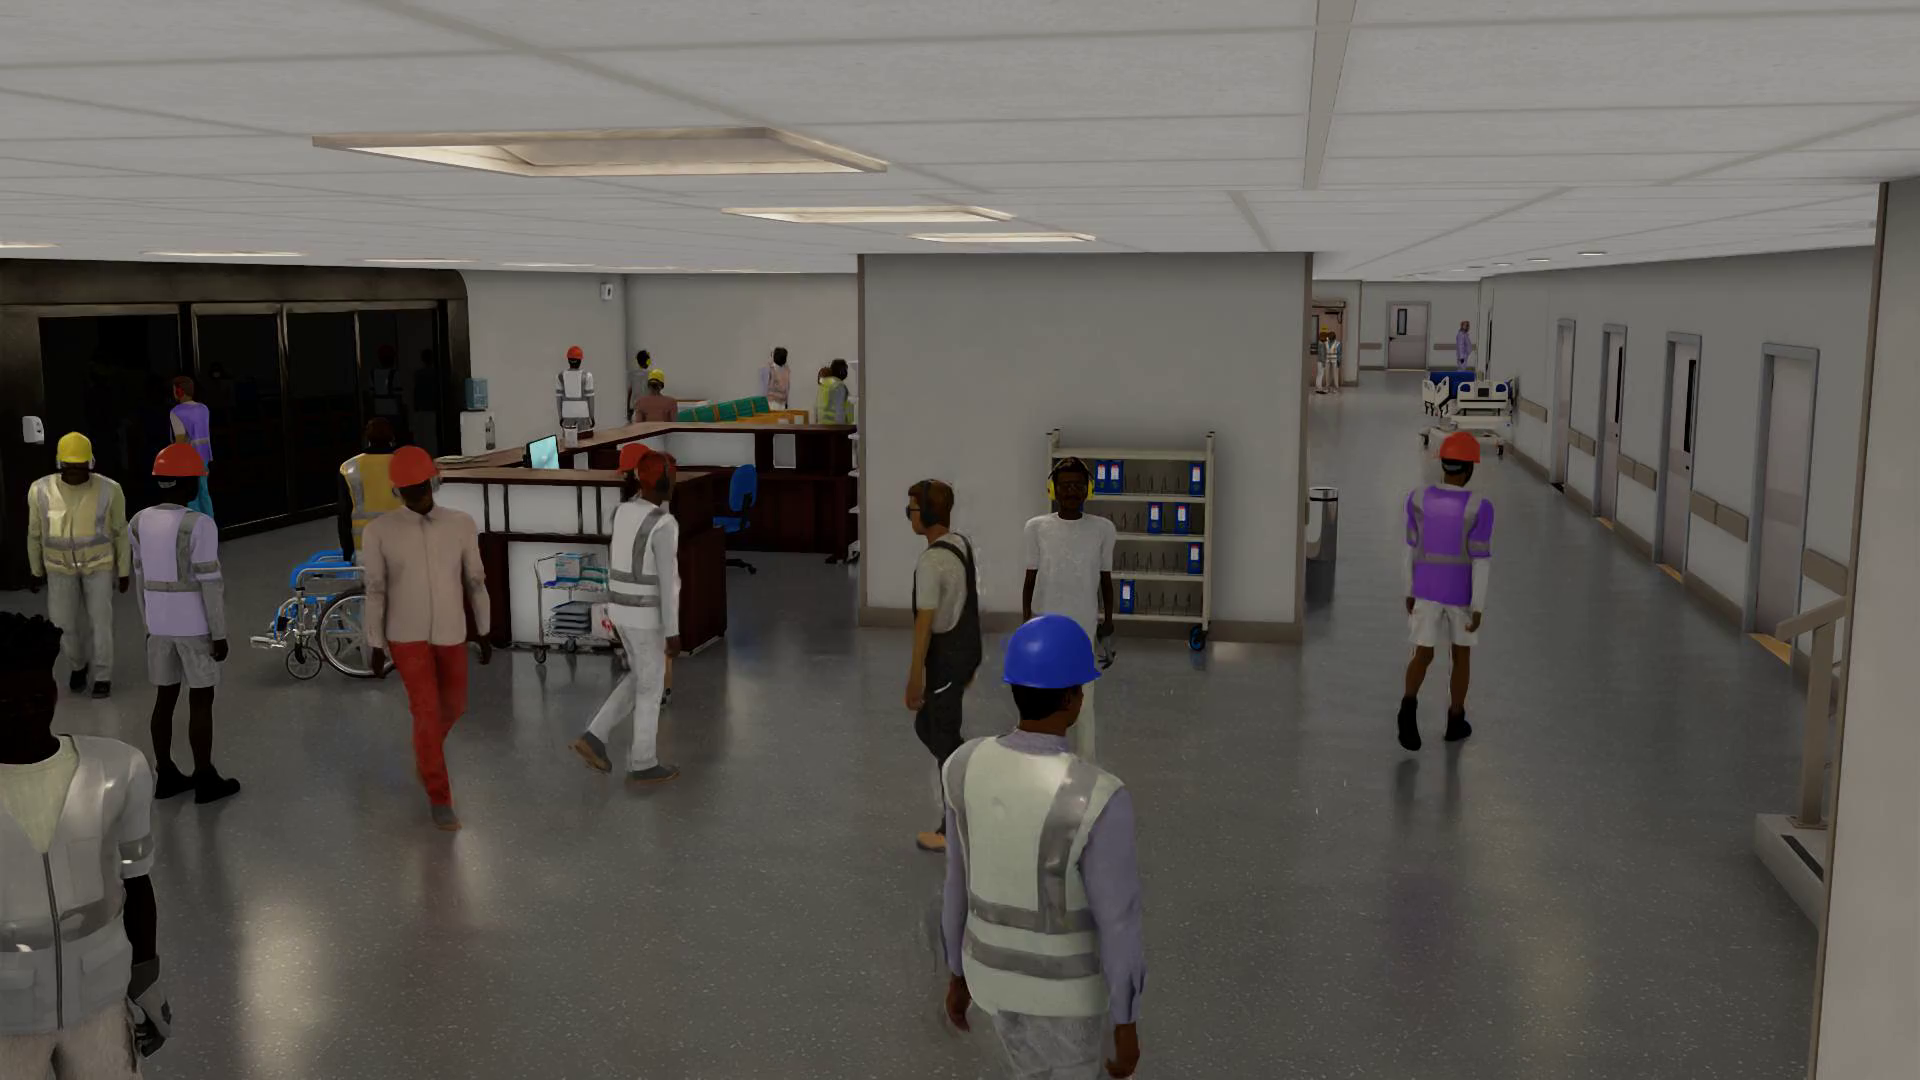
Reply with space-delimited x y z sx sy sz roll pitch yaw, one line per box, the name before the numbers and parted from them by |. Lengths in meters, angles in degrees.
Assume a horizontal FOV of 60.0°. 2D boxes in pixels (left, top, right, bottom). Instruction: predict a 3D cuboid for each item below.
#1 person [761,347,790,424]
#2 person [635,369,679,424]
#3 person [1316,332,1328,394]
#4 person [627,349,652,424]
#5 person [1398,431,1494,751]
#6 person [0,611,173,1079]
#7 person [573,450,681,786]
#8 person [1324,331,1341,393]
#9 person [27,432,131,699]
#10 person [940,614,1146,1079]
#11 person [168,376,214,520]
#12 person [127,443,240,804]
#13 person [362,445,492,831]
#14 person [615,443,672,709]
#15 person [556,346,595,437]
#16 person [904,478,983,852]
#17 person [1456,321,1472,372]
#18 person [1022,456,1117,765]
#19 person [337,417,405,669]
person | -3.162 -2.337 27.821 0.699 1.808 0.637 5 10 31
person | -3.704 -1.202 20.369 0.533 1.768 0.311 -1 9 -6
person | 9.497 -4.638 43.601 0.279 1.634 0.499 1 9 4
person | -4.837 -1.973 25.291 0.509 1.840 0.878 3 9 17
person | 2.862 0.309 9.874 0.541 1.909 0.822 6 10 34
person | -2.295 1.141 4.157 0.606 1.966 0.367 -8 12 -44
person | -1.782 0.440 9.152 0.540 1.865 0.589 -7 11 -39
person | 9.863 -4.714 44.124 0.526 1.632 0.312 6 11 37
person | -5.873 0.173 11.090 0.641 1.805 0.430 -3 9 -18
person | 0.171 1.146 4.302 0.620 1.919 0.904 8 12 44
person | -8.016 -0.789 17.366 0.375 1.843 0.575 1 9 8
person | -4.147 0.445 8.910 0.545 1.931 0.381 3 9 19
person | -2.789 0.466 8.689 0.631 1.949 0.916 -6 10 -34
person | -2.075 0.231 10.921 0.337 1.743 0.562 0 9 1
person | -5.465 -1.791 23.696 0.546 1.942 0.348 0 9 1
person | -0.084 0.615 8.073 0.396 1.828 0.534 2 9 15
person | 13.455 -4.897 44.421 0.410 1.909 0.642 3 9 21
person | 0.572 0.491 8.775 0.514 1.876 0.328 0 9 -2
person | -4.119 0.038 11.931 0.630 1.835 0.429 -3 9 -19
